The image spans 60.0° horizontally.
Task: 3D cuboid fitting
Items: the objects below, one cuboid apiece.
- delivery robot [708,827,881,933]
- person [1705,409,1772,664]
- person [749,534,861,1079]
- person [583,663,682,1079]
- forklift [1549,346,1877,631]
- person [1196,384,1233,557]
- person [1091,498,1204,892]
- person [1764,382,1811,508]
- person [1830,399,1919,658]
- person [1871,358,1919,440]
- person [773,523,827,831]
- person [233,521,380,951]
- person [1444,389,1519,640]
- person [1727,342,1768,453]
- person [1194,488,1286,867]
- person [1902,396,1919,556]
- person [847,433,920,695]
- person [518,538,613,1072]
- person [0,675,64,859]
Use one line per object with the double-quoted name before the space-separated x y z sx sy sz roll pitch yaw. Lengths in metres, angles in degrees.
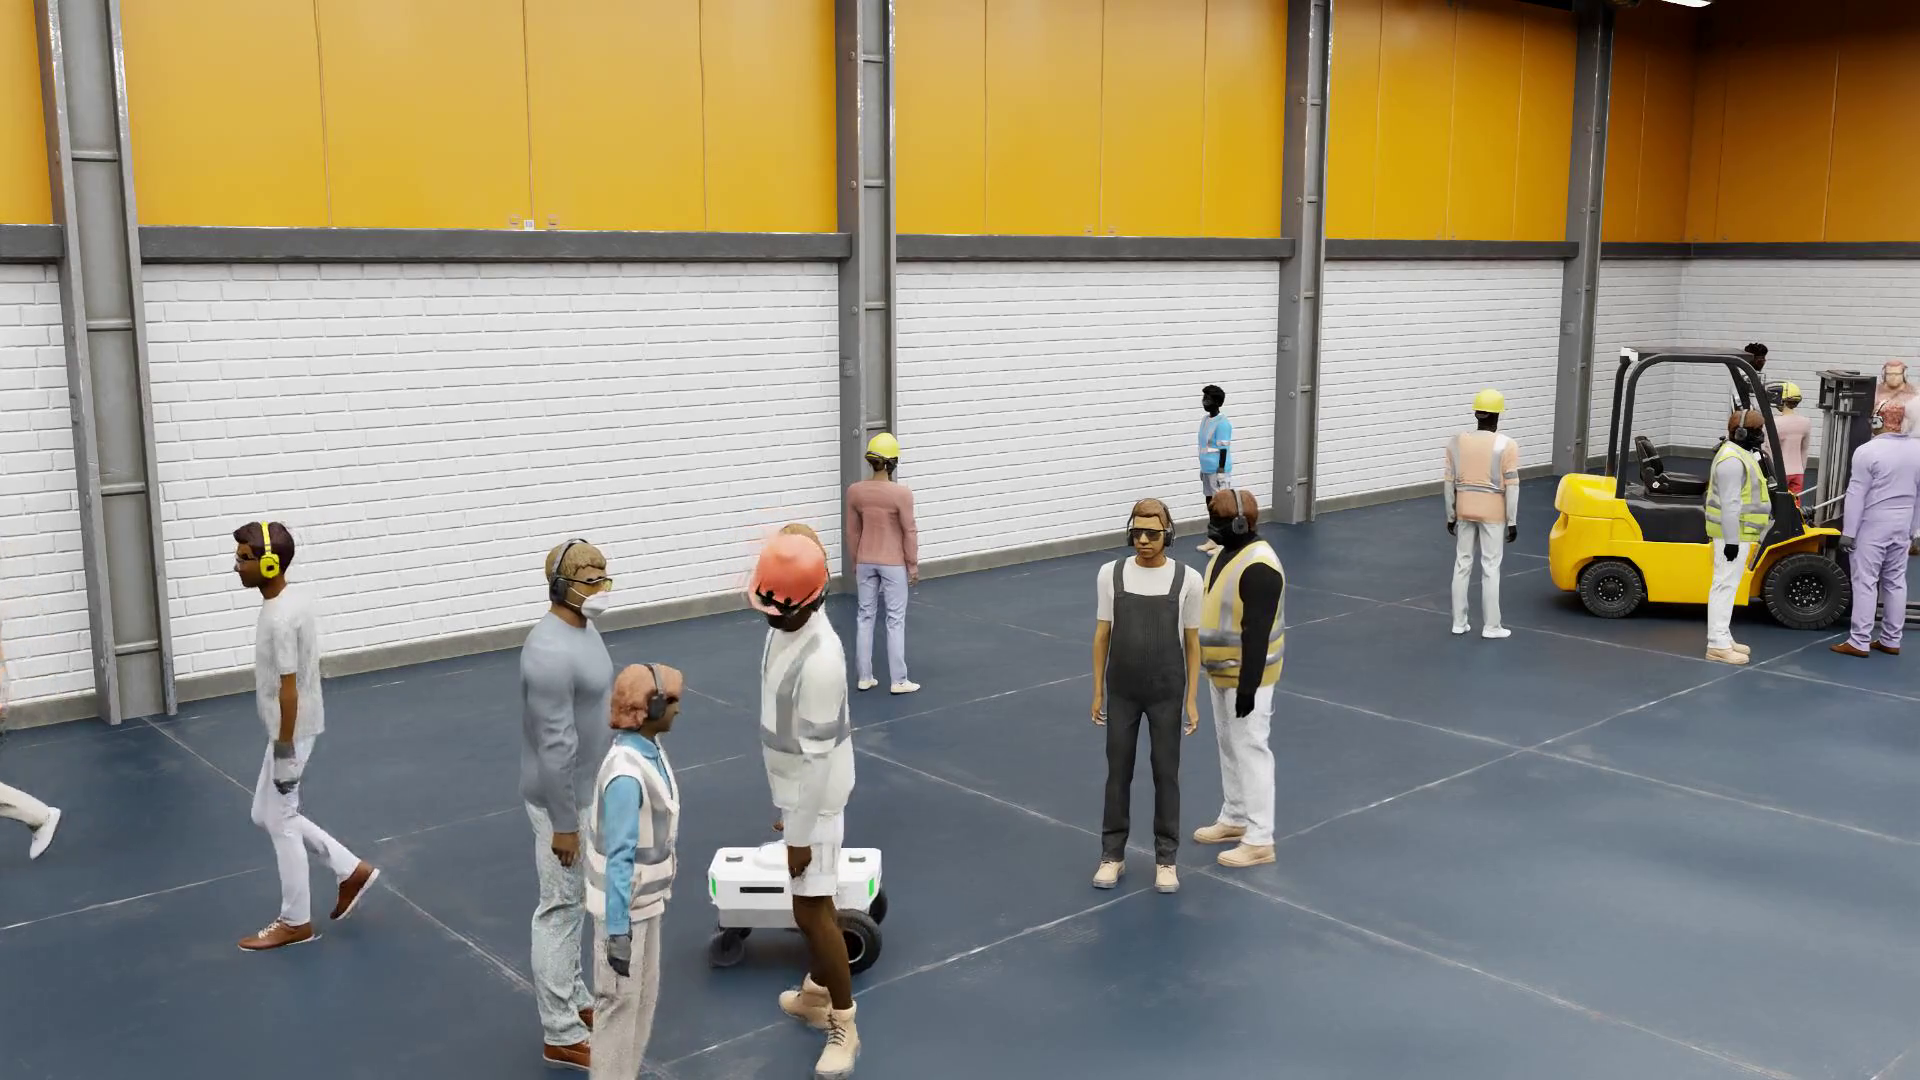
"delivery robot" -0.691 1.438 6.992 0.707 0.478 0.477 0 10 1
"person" 5.663 -0.035 12.128 0.429 1.842 0.634 5 11 28
"person" -0.589 0.928 6.093 0.393 1.993 0.742 -3 10 -15
"person" -1.071 1.213 5.480 0.339 1.623 0.605 0 10 -1
"forklift" 6.109 -0.478 13.691 2.313 2.155 1.214 3 10 16
"person" 2.506 -0.687 16.395 0.321 1.691 0.537 -2 10 -14
"person" 0.862 0.717 7.712 0.504 1.847 0.344 2 10 13
"person" 7.748 -0.605 15.682 0.524 1.769 0.314 -4 10 -20
"person" 6.766 -0.084 12.257 0.643 1.902 0.401 -3 10 -18
"person" 9.736 -0.965 17.424 0.649 1.889 0.503 7 12 34
"person" -0.782 0.724 8.288 0.283 1.633 0.501 -3 10 -15
"person" -2.826 0.825 7.048 0.482 1.856 0.548 -4 10 -21
"person" 4.024 -0.198 12.829 0.584 1.928 0.373 9 13 41
"person" 9.147 -1.321 19.342 0.610 1.954 0.395 -8 13 -40
"person" 1.350 0.657 8.126 0.431 1.835 0.622 -2 10 -10
"person" 9.650 -0.773 16.464 1.001 1.858 0.659 -4 11 -24
"person" -0.513 0.163 11.189 0.525 1.769 0.312 5 11 26
"person" -1.416 0.949 6.091 0.375 1.936 0.628 -1 10 -5
"person" -4.638 0.803 7.855 0.480 1.627 0.518 -9 14 -44
